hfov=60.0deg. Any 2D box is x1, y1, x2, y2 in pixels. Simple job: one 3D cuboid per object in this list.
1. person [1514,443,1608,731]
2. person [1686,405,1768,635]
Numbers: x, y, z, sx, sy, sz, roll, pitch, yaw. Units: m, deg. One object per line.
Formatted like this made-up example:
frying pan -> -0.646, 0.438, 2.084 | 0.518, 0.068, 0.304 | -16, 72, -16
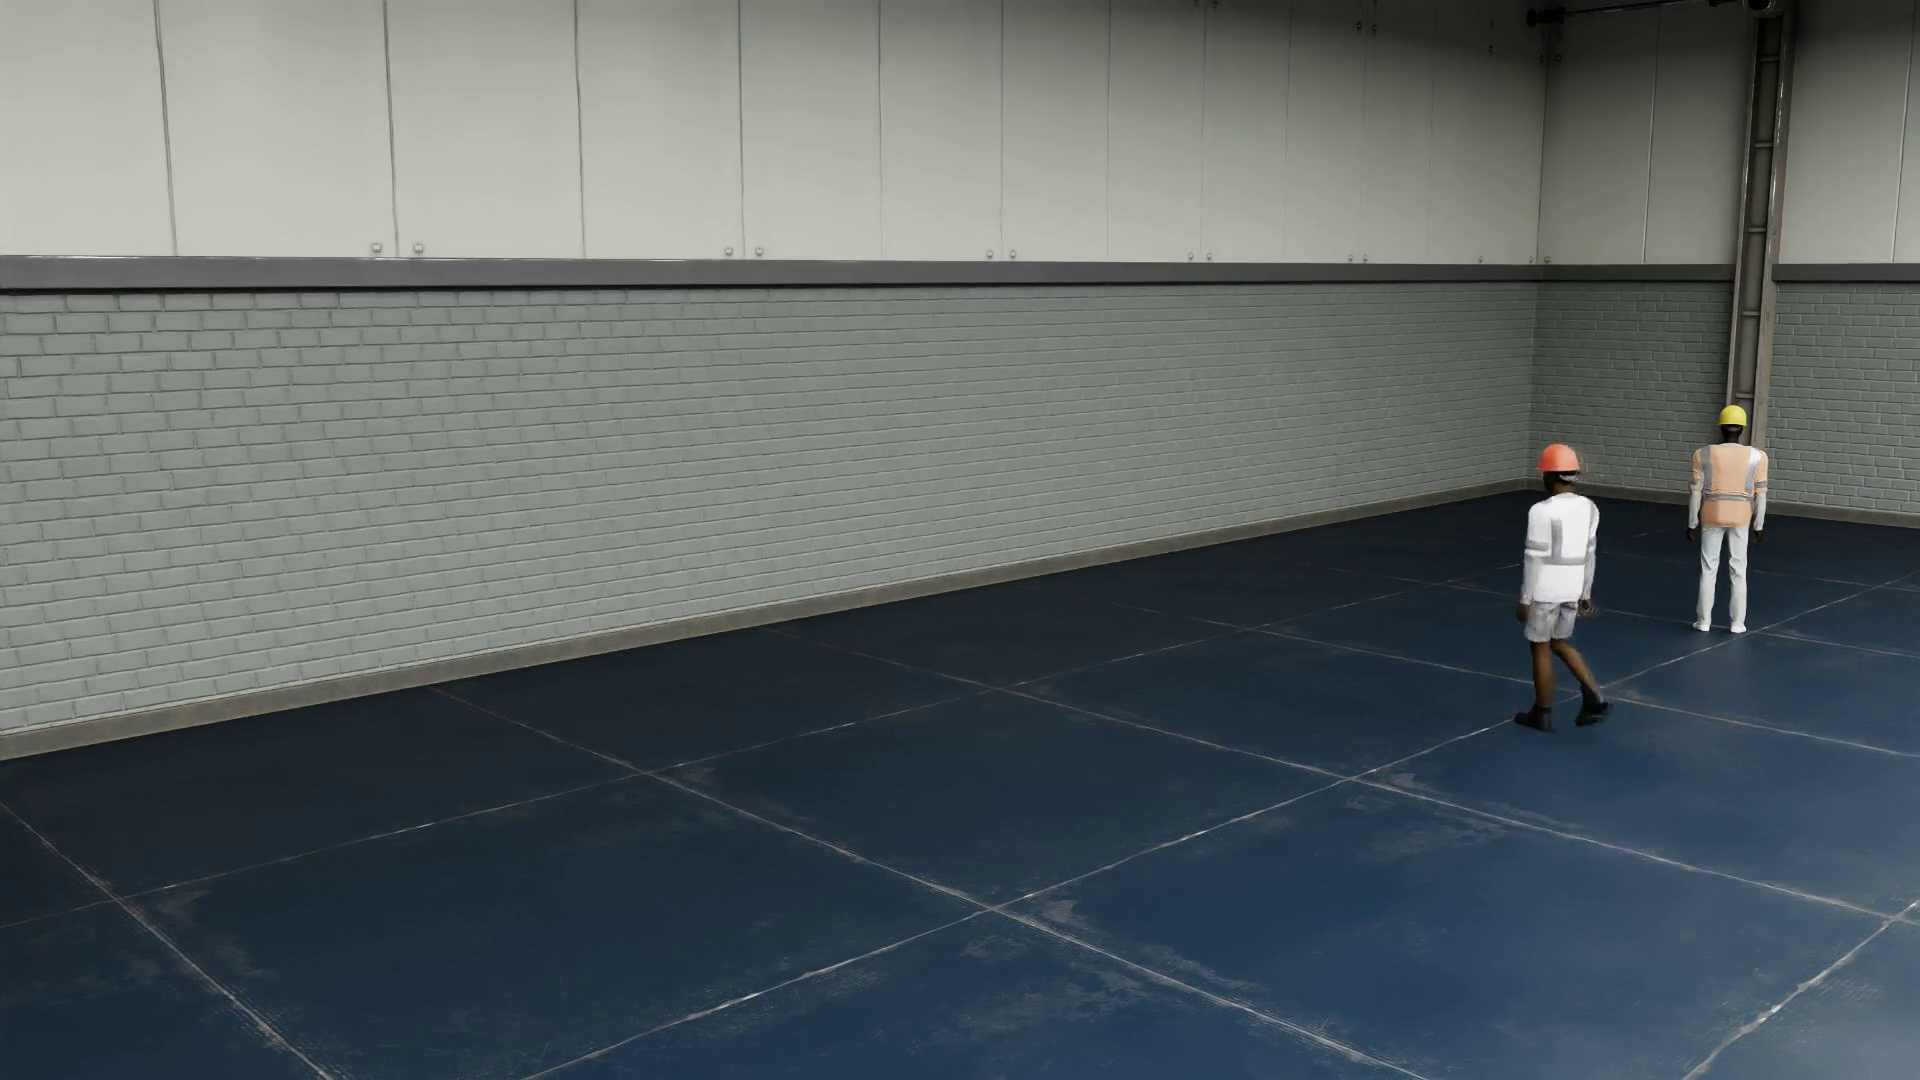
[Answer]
person -> 3.930, 0.333, 10.869 | 0.551, 1.920, 0.542 | -5, 10, -27
person -> 6.423, -0.167, 13.959 | 0.595, 1.923, 0.380 | 3, 10, 20
